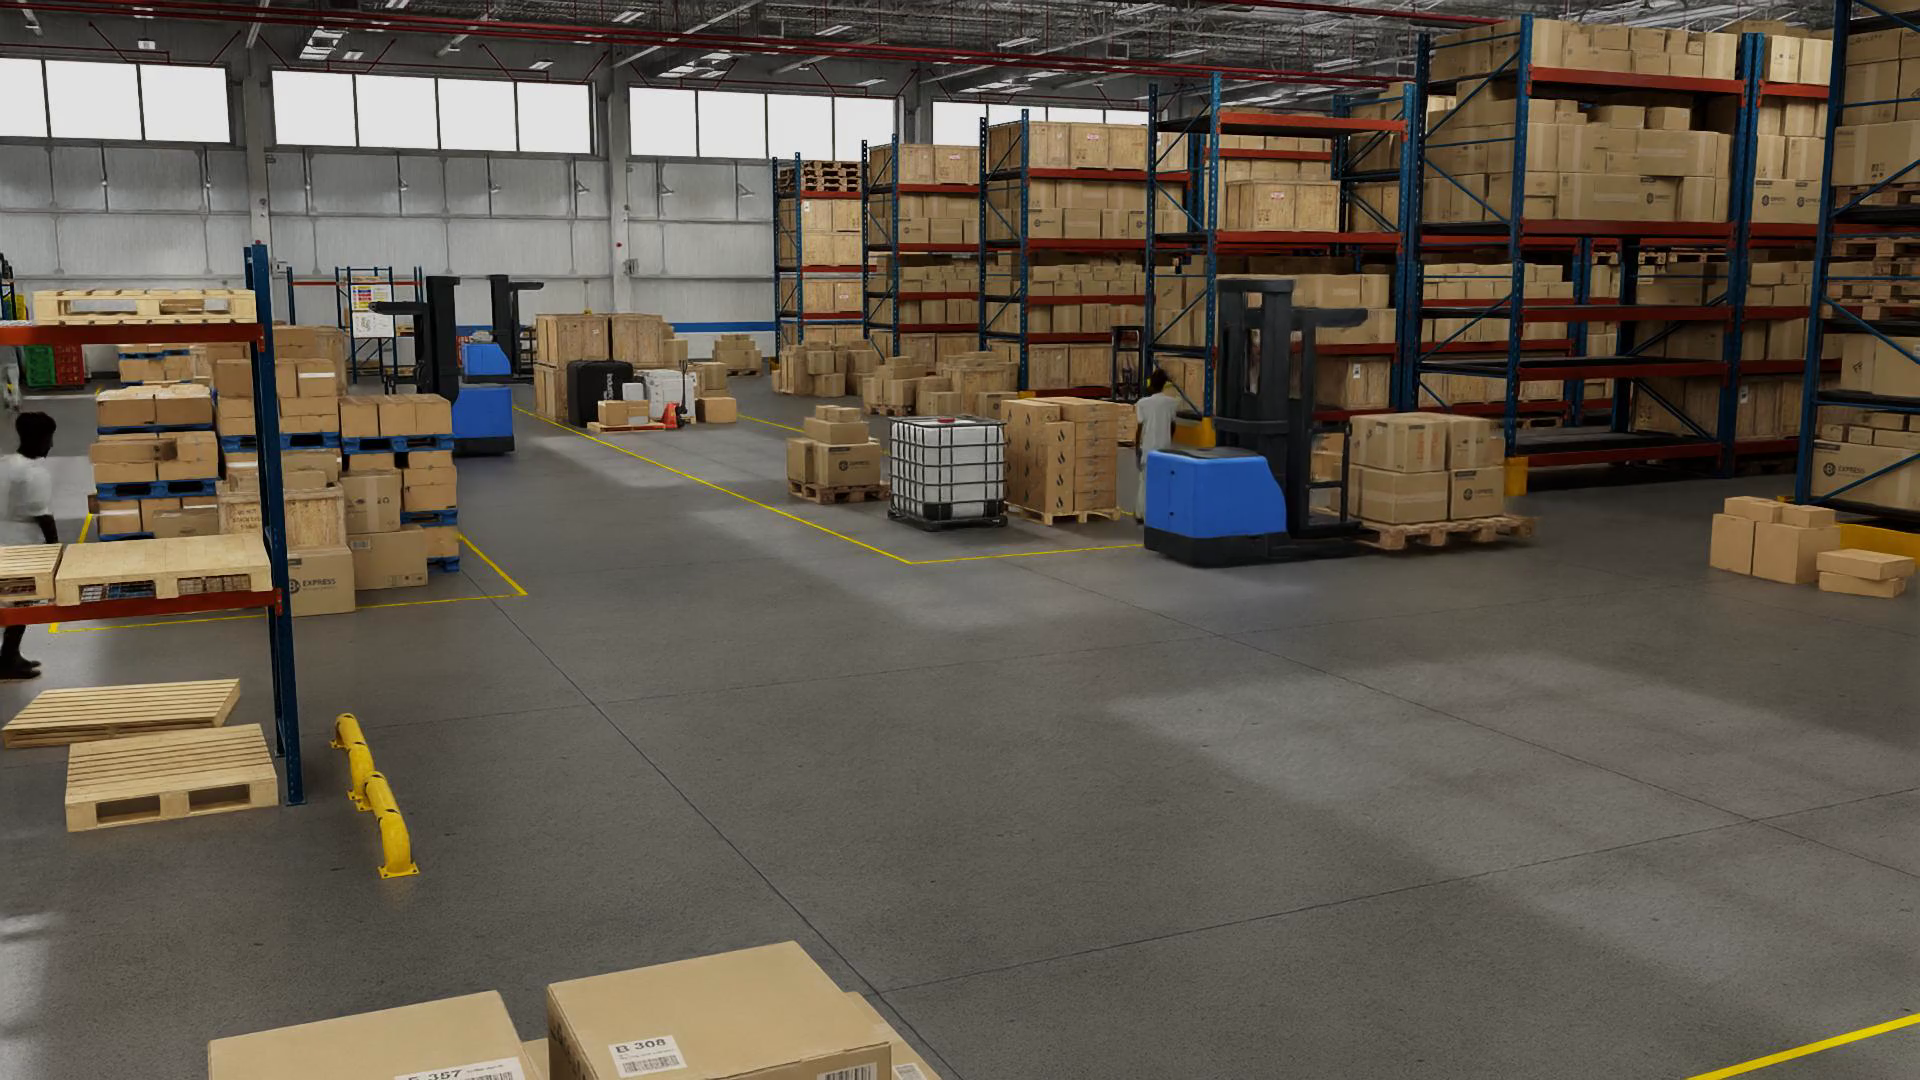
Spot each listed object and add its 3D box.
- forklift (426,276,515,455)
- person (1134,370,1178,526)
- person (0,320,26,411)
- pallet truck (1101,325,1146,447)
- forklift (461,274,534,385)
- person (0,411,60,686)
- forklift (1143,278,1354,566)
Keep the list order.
[{"bbox_3d":[-8.069,-2.737,26.069,1.873,2.768,1.129,-4,10,-25],"label":"forklift"},{"bbox_3d":[2.172,-0.984,18.535,0.489,1.804,1.006,-1,9,-4],"label":"person"},{"bbox_3d":[-20.021,-3.668,34.969,0.650,1.878,1.043,-4,10,-26],"label":"person"},{"bbox_3d":[2.881,-2.596,27.923,0.823,1.965,1.885,-1,9,-7],"label":"pallet truck"},{"bbox_3d":[-11.674,-5.345,42.247,1.873,2.768,1.129,-4,10,-25],"label":"forklift"},{"bbox_3d":[-6.598,0.055,11.690,0.621,1.922,0.554,7,12,38],"label":"person"},{"bbox_3d":[2.908,-1.236,16.754,1.873,2.768,1.129,-4,10,-25],"label":"forklift"}]
